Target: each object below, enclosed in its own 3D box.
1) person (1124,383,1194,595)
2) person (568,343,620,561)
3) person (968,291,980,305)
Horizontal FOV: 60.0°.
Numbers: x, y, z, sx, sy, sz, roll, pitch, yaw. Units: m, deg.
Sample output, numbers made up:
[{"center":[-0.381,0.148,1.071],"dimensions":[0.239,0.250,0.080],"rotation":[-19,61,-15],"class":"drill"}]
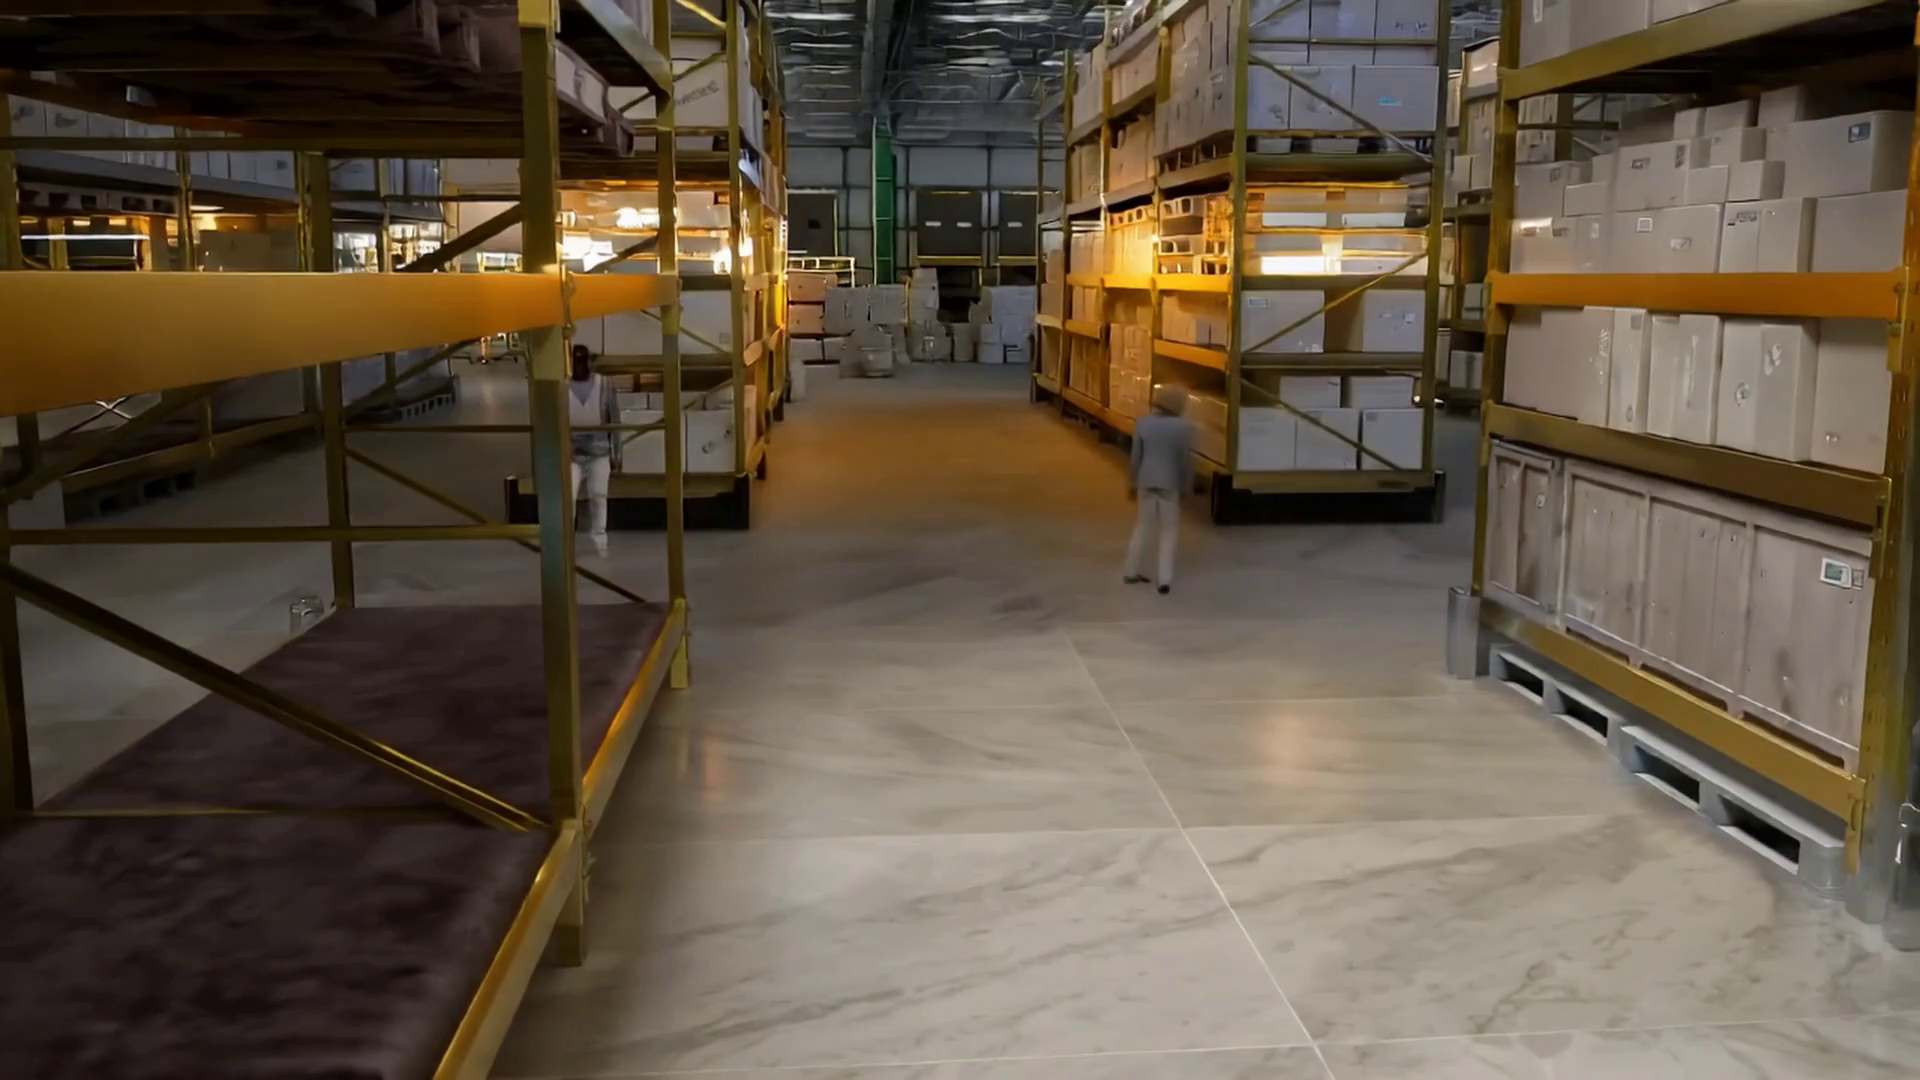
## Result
[{"center":[1.524,-0.392,12.593],"dimensions":[0.578,1.606,0.363],"rotation":[7,12,38],"class":"person"},{"center":[-3.164,-0.726,13.939],"dimensions":[0.632,1.842,0.429],"rotation":[-2,9,-15],"class":"person"},{"center":[0.452,-6.504,49.916],"dimensions":[0.371,1.941,0.627],"rotation":[-4,10,-21],"class":"person"}]
